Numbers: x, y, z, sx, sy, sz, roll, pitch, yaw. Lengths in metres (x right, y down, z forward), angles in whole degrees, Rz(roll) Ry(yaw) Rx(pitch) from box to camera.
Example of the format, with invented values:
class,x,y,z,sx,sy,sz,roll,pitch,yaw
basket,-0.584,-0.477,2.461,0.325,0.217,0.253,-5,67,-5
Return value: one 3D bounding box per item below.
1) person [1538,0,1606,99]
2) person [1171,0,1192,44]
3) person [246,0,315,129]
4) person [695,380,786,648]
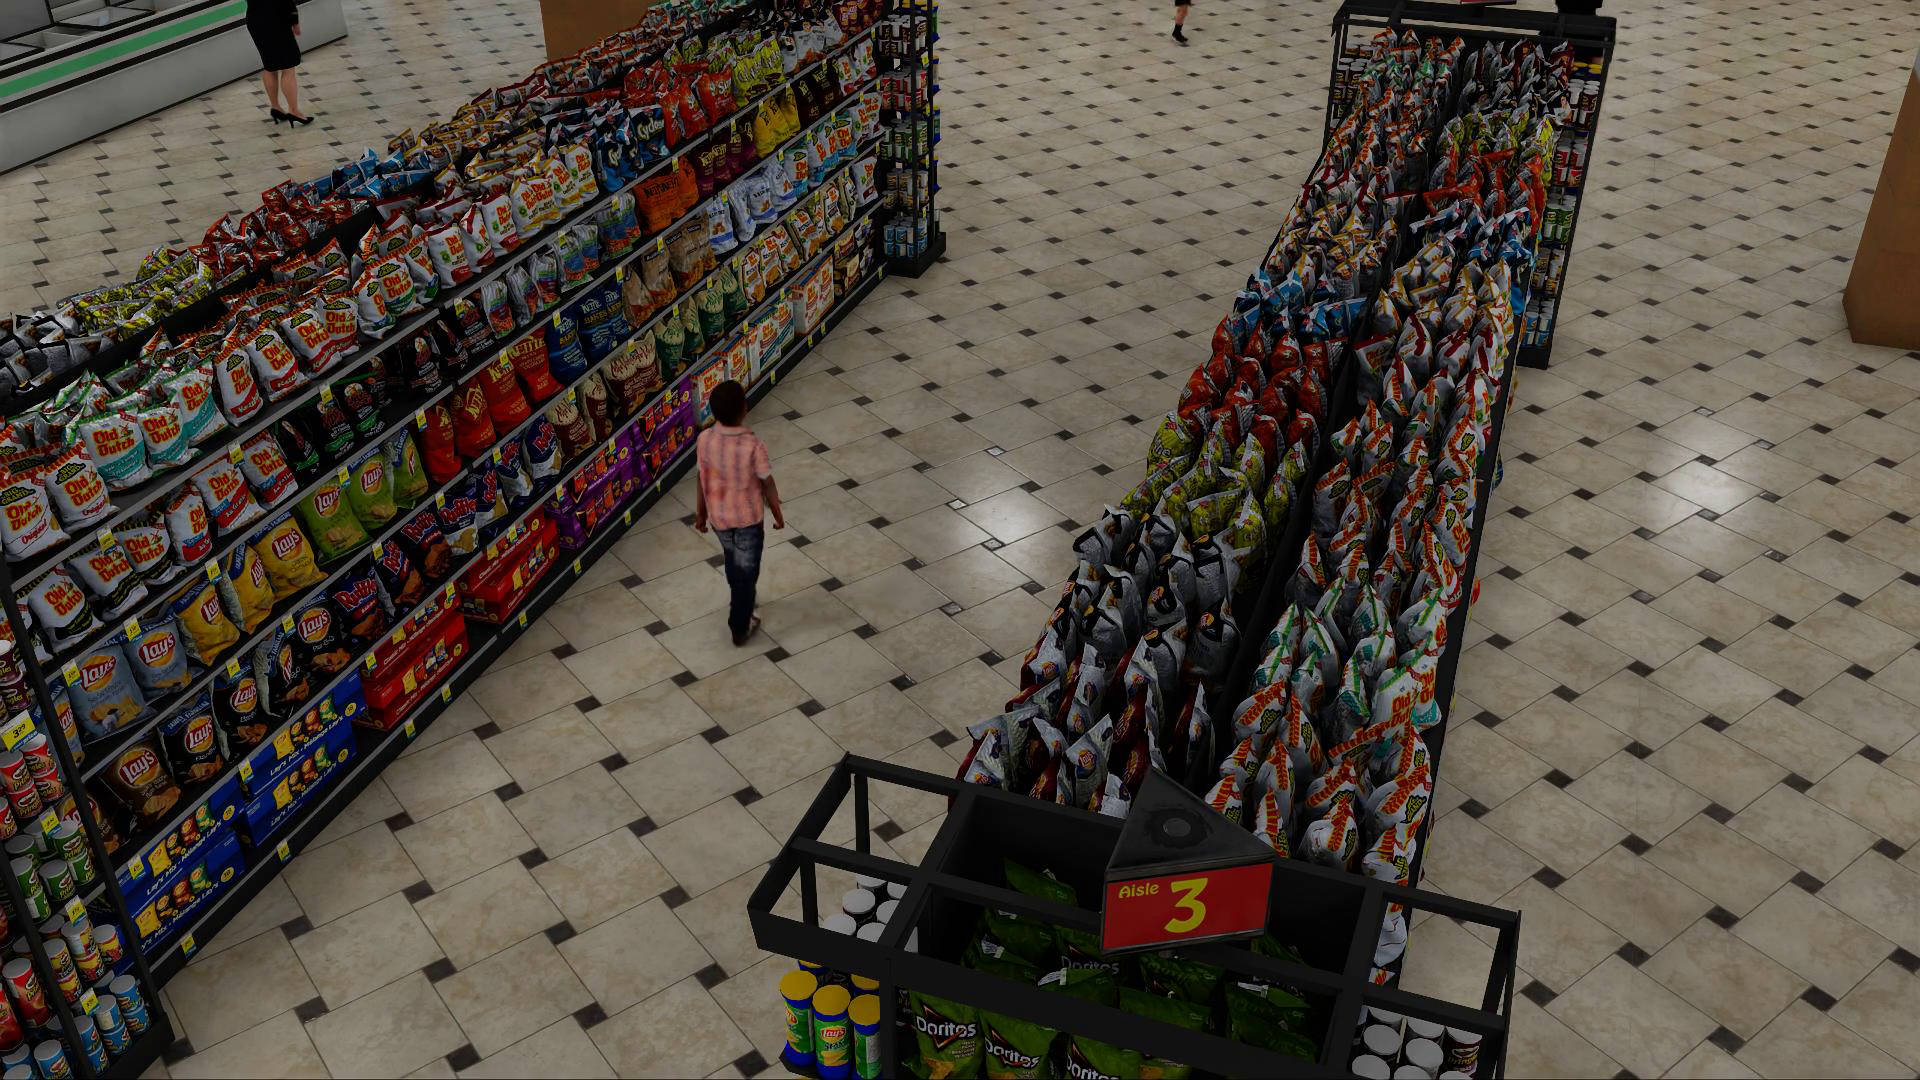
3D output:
class,x,y,z,sx,sy,sz,roll,pitch,yaw
person,4.234,-3.047,11.732,0.947,1.790,1.226,-1,32,-2
person,2.132,-5.407,16.178,0.533,1.100,0.619,-27,41,-36
person,-5.735,-4.291,13.844,0.725,1.670,0.673,16,35,24
person,-1.029,-0.088,7.441,0.535,1.299,0.640,10,33,15
